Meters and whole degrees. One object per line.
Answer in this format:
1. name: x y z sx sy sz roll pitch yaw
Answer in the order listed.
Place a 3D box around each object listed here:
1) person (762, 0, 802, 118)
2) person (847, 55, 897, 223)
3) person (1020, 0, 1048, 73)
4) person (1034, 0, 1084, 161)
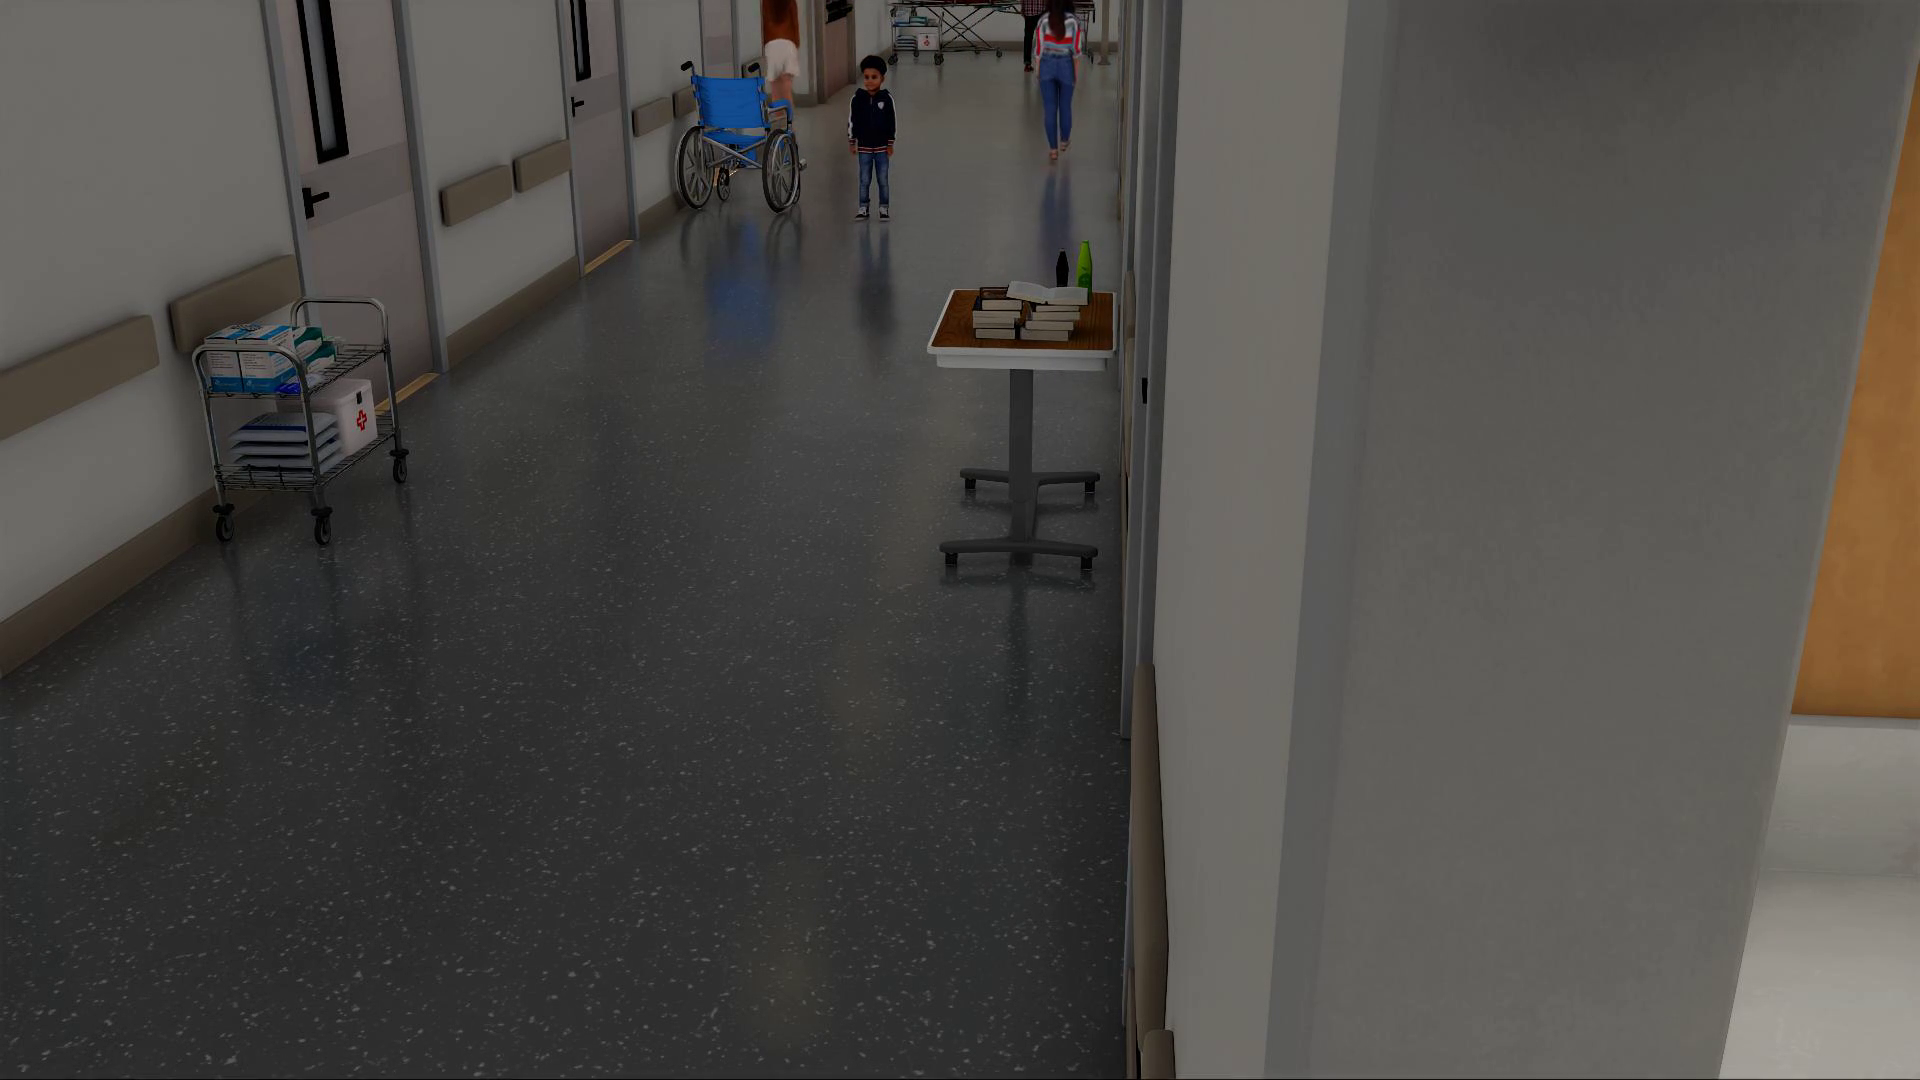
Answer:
1. person: -1.812 -4.902 16.879 0.809 1.663 1.160 -3 21 -7
2. person: -0.654 -3.025 12.546 0.507 1.222 0.481 2 21 4
3. person: 1.108 -7.711 24.156 0.779 1.761 0.761 12 24 28
4. person: 0.906 -4.341 15.522 0.623 1.575 0.988 1 21 2
